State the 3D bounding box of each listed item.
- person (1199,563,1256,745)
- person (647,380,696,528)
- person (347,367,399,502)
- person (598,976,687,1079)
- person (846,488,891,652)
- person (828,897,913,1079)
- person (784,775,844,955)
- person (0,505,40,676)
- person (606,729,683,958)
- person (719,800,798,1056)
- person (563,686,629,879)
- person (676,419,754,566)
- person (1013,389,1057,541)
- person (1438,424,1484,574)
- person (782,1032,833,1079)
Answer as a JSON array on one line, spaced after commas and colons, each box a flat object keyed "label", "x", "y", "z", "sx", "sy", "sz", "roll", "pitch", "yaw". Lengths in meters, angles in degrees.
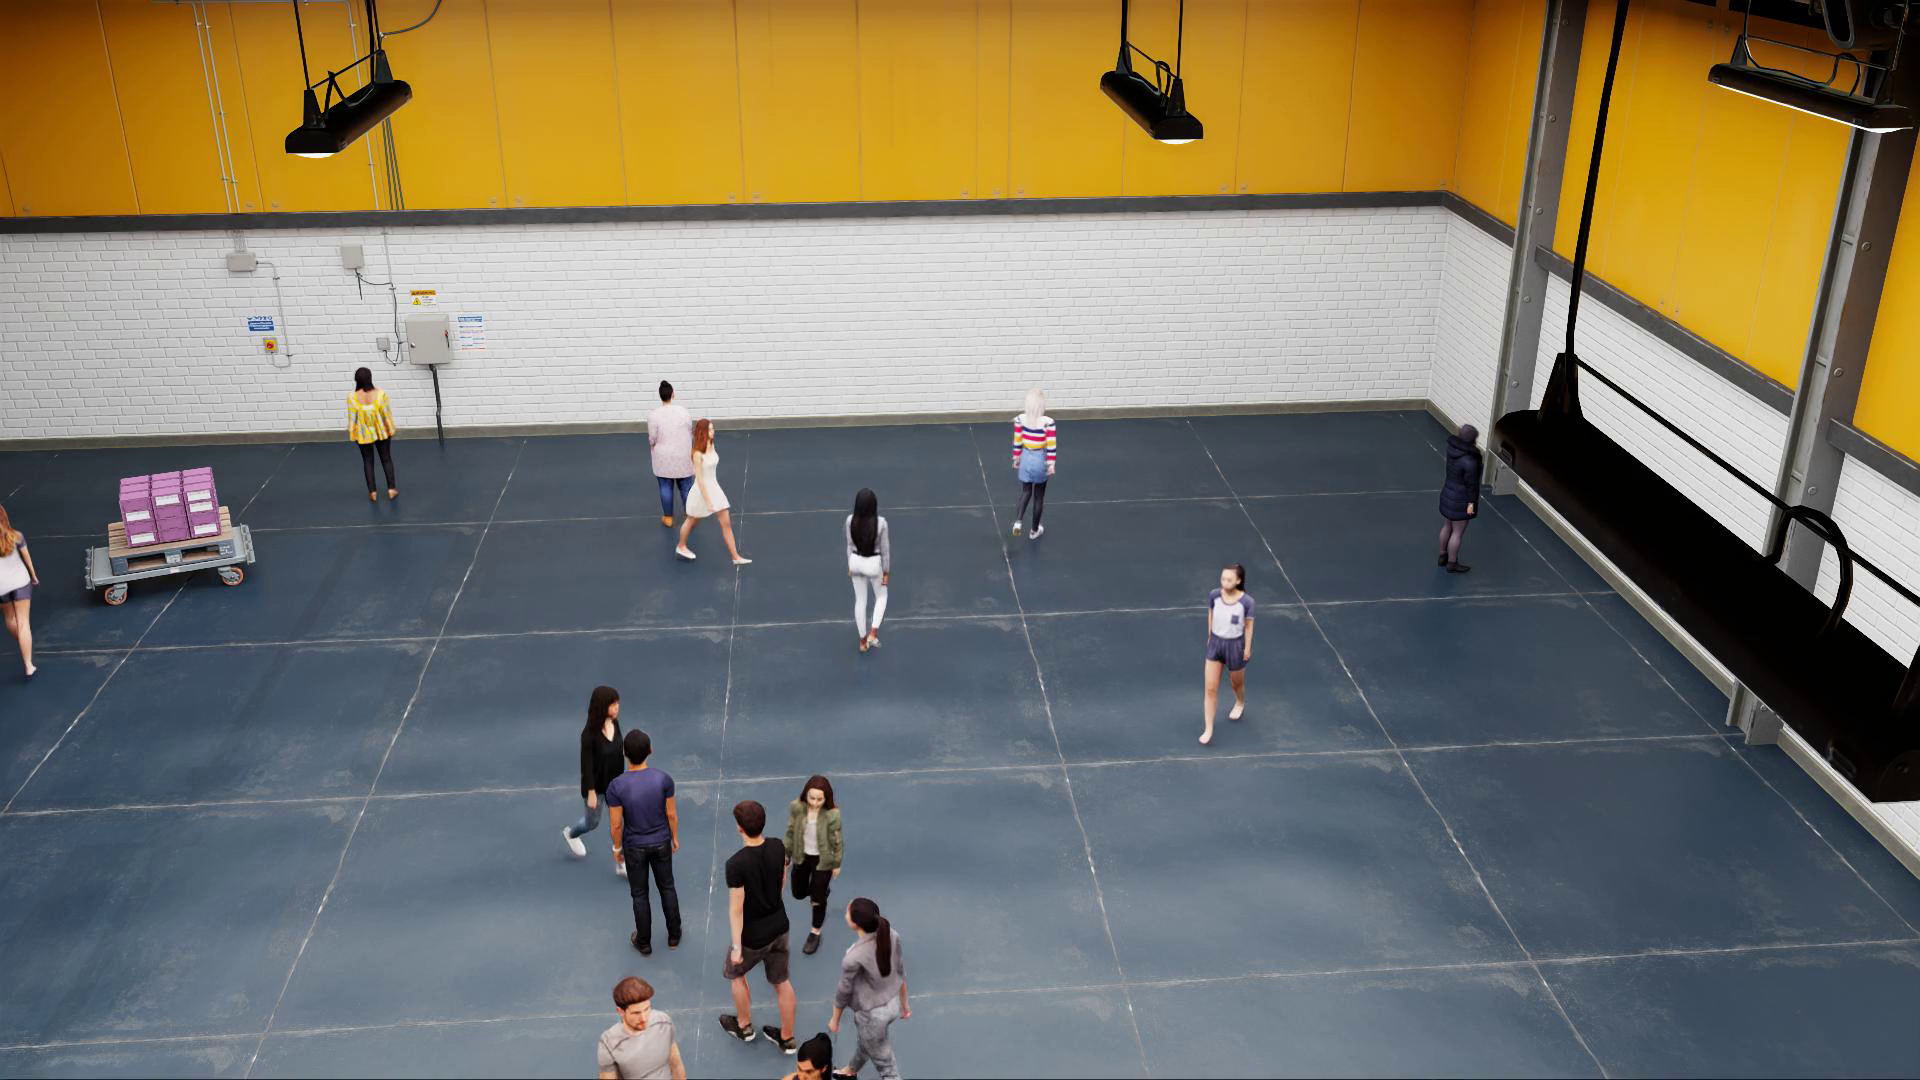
[{"label": "person", "x": 2.430, "y": 0.968, "z": 14.887, "sx": 0.951, "sy": 1.613, "sz": 1.103, "roll": 13, "pitch": 27, "yaw": 27}, {"label": "person", "x": -3.328, "y": -1.004, "z": 19.233, "sx": 0.737, "sy": 1.744, "sz": 0.682, "roll": -6, "pitch": 24, "yaw": -14}, {"label": "person", "x": -7.053, "y": -1.275, "z": 19.966, "sx": 0.793, "sy": 1.653, "sz": 0.832, "roll": -8, "pitch": 25, "yaw": -18}, {"label": "person", "x": -1.782, "y": 3.228, "z": 9.369, "sx": 0.752, "sy": 1.890, "sz": 0.774, "roll": -19, "pitch": 30, "yaw": -37}, {"label": "person", "x": -0.924, "y": 0.329, "z": 16.223, "sx": 0.697, "sy": 1.712, "sz": 0.773, "roll": 4, "pitch": 24, "yaw": 9}, {"label": "person", "x": -0.457, "y": 2.979, "z": 10.255, "sx": 1.064, "sy": 1.637, "sz": 1.028, "roll": 18, "pitch": 29, "yaw": 35}, {"label": "person", "x": -1.030, "y": 2.283, "z": 12.068, "sx": 0.784, "sy": 1.460, "sz": 0.884, "roll": 11, "pitch": 26, "yaw": 23}, {"label": "person", "x": -9.056, "y": 0.498, "z": 15.878, "sx": 0.852, "sy": 1.679, "sz": 1.173, "roll": -11, "pitch": 26, "yaw": -23}, {"label": "person", "x": -2.244, "y": 2.172, "z": 11.908, "sx": 0.692, "sy": 1.793, "sz": 0.626, "roll": -9, "pitch": 25, "yaw": -19}, {"label": "person", "x": -1.250, "y": 2.594, "z": 10.887, "sx": 1.040, "sy": 1.838, "sz": 0.979, "roll": 22, "pitch": 32, "yaw": 40}, {"label": "person", "x": -2.815, "y": 1.867, "z": 12.824, "sx": 1.028, "sy": 1.618, "sz": 1.023, "roll": 16, "pitch": 28, "yaw": 33}, {"label": "person", "x": -2.860, "y": -0.496, "z": 18.175, "sx": 1.090, "sy": 1.661, "sz": 1.148, "roll": 14, "pitch": 27, "yaw": 28}, {"label": "person", "x": 0.800, "y": -0.819, "z": 18.742, "sx": 0.859, "sy": 1.799, "sz": 0.949, "roll": 11, "pitch": 26, "yaw": 23}, {"label": "person", "x": 5.426, "y": -0.466, "z": 18.089, "sx": 0.764, "sy": 1.674, "sz": 0.622, "roll": -5, "pitch": 24, "yaw": -12}, {"label": "person", "x": -0.790, "y": 3.406, "z": 9.260, "sx": 0.792, "sy": 1.652, "sz": 0.898, "roll": 10, "pitch": 26, "yaw": 22}]
